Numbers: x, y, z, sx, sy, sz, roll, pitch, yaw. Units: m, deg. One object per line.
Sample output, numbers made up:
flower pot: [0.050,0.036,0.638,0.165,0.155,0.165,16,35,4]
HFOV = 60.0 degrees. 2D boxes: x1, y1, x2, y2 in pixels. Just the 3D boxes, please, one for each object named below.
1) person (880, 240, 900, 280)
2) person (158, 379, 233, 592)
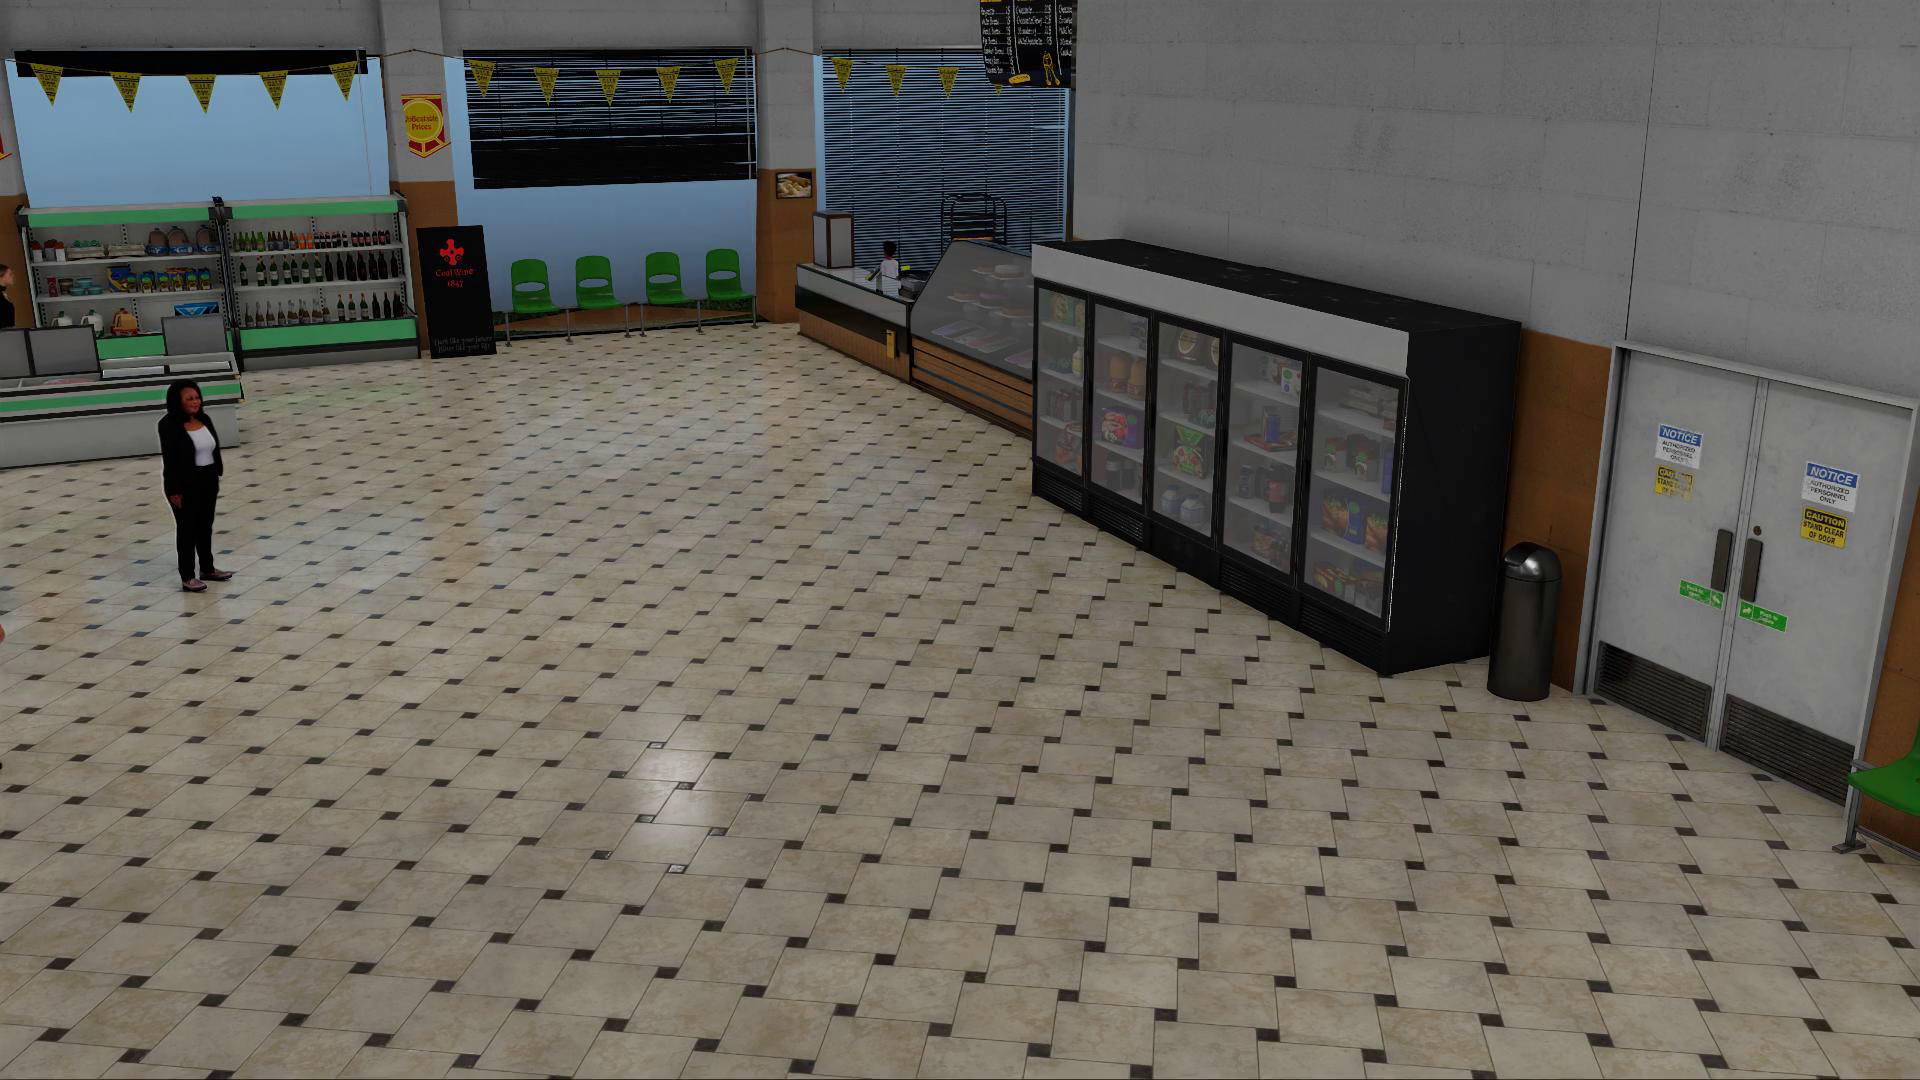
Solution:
person: [-1.016,-3.684,23.979,0.509,1.262,0.603,-14,22,-39]
person: [-5.850,-0.432,12.662,0.820,1.614,0.772,5,17,15]
